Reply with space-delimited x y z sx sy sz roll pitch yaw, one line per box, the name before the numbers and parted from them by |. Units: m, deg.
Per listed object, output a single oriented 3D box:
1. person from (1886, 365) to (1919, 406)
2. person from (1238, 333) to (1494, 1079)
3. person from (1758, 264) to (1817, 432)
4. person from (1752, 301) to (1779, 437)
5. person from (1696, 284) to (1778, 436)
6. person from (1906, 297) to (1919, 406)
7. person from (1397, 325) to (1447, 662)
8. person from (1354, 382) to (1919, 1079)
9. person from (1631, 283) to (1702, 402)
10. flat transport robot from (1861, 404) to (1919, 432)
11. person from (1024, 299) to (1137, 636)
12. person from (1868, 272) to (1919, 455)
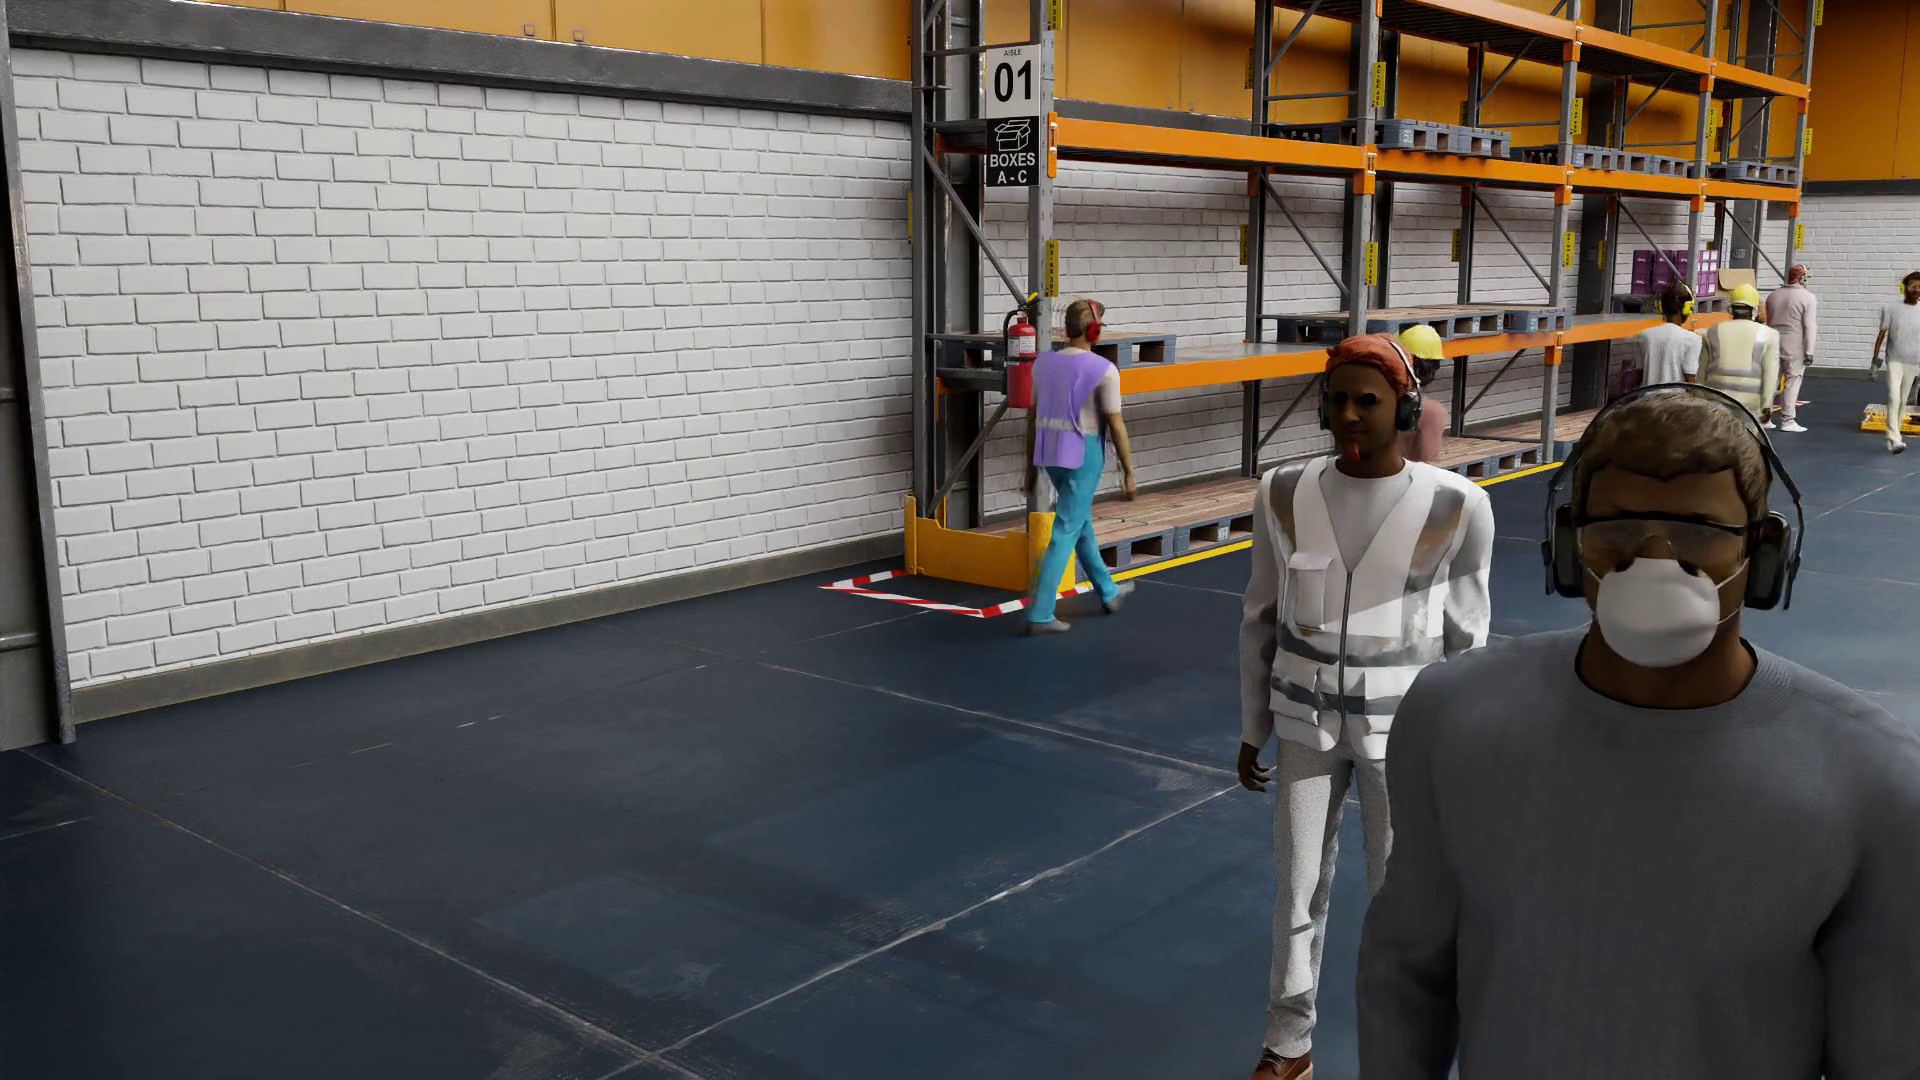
person | 11.346 -2.220 19.736 0.537 1.684 0.537 -1 10 -8
person | 0.924 0.462 3.900 0.574 1.883 0.356 5 11 27
person | 9.454 -2.179 18.927 0.401 1.895 0.661 -5 11 -24
person | 7.338 -1.448 15.543 0.527 1.597 0.777 6 12 31
person | 6.299 -1.180 13.537 0.607 1.788 0.915 6 12 32
person | 12.550 -2.556 21.392 0.603 1.787 0.874 1 10 4
person | 2.050 -0.154 7.868 0.877 1.721 0.528 -6 12 -33
person | 0.711 0.798 1.825 0.634 1.940 0.367 9 13 40
person | 4.808 -0.827 11.401 0.762 1.844 0.535 -6 12 -31
flat transport robot | 10.807 -1.416 19.178 0.652 0.197 1.431 6 12 30
person | 0.695 -0.402 9.057 0.972 1.789 0.593 -9 13 -40
person | 9.507 -1.760 16.708 0.564 1.827 0.940 2 10 9
